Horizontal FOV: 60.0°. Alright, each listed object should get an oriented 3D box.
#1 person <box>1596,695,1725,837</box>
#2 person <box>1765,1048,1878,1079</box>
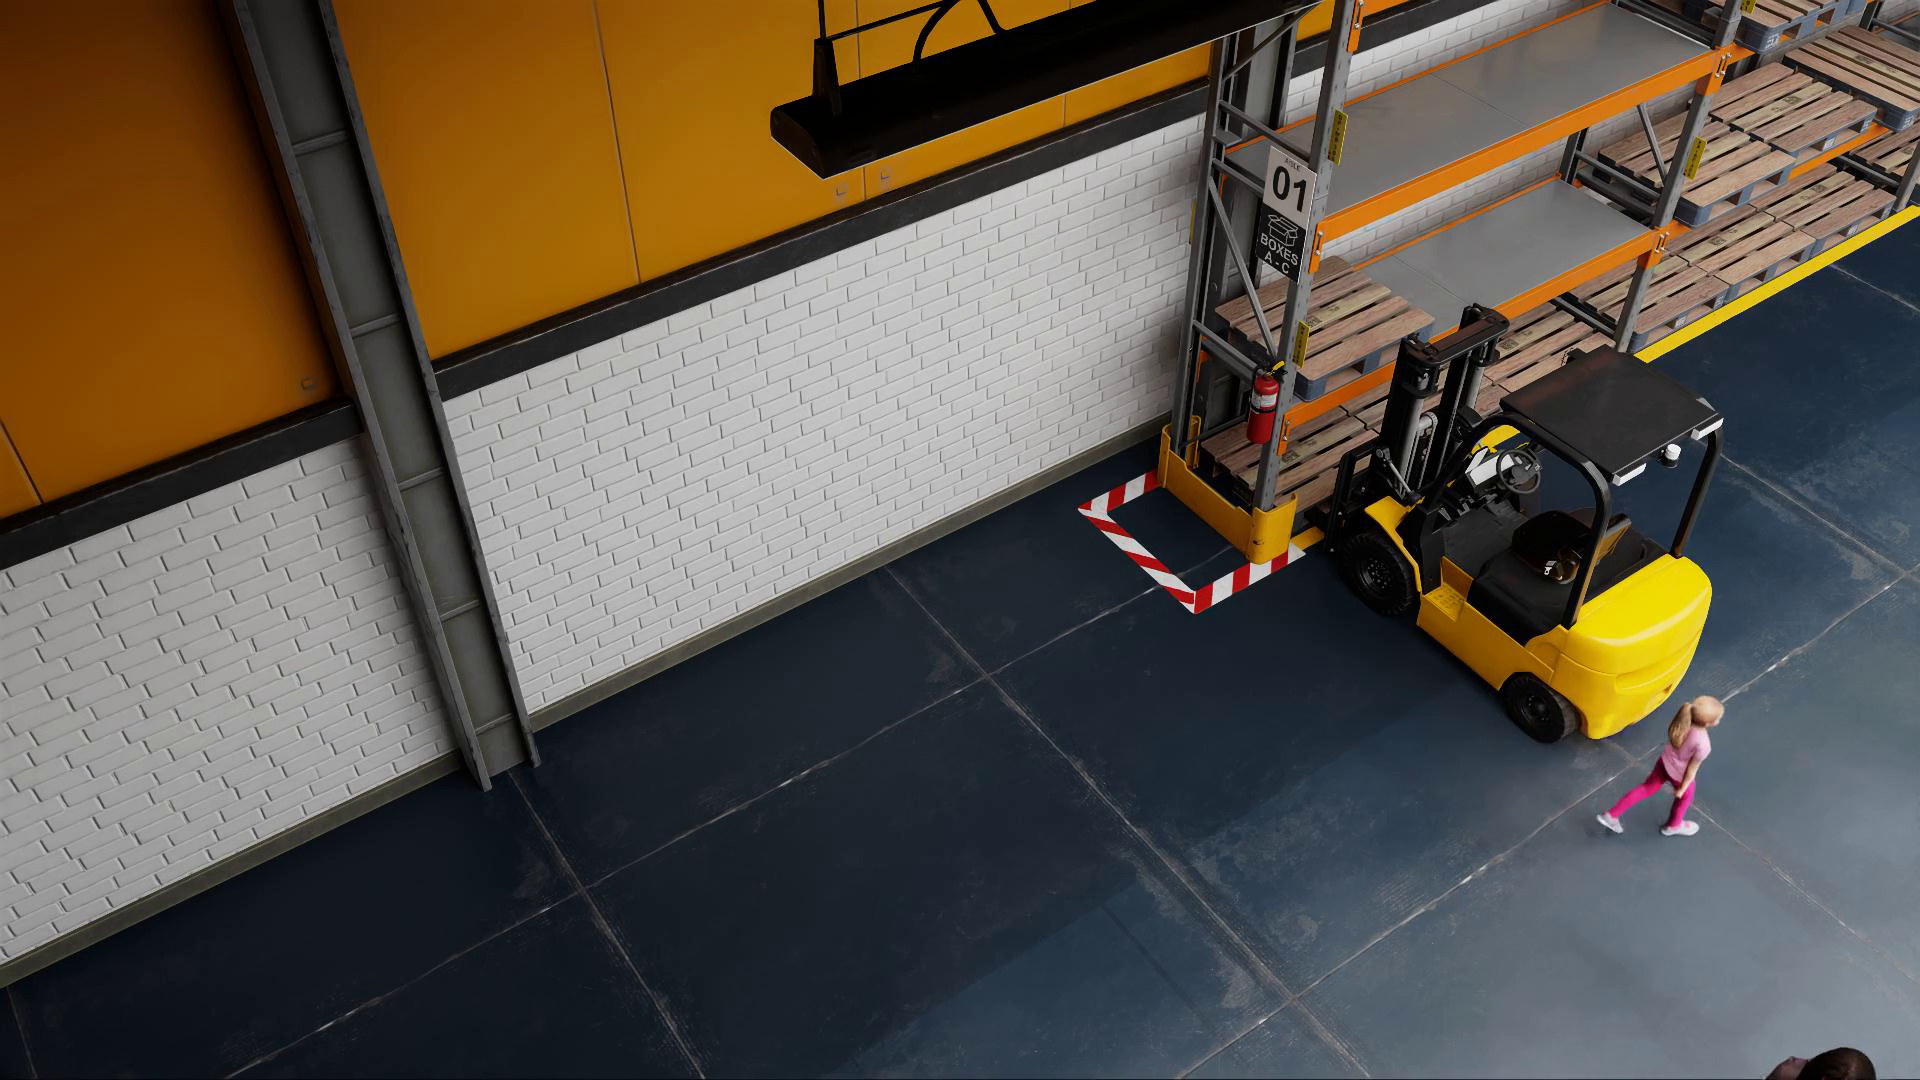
[{"bbox_3d":[4.203,1.356,9.887,0.946,1.256,0.737,-7,44,-7],"label":"person"},{"bbox_3d":[3.917,2.887,7.857,0.759,1.839,0.809,29,51,27],"label":"person"}]
